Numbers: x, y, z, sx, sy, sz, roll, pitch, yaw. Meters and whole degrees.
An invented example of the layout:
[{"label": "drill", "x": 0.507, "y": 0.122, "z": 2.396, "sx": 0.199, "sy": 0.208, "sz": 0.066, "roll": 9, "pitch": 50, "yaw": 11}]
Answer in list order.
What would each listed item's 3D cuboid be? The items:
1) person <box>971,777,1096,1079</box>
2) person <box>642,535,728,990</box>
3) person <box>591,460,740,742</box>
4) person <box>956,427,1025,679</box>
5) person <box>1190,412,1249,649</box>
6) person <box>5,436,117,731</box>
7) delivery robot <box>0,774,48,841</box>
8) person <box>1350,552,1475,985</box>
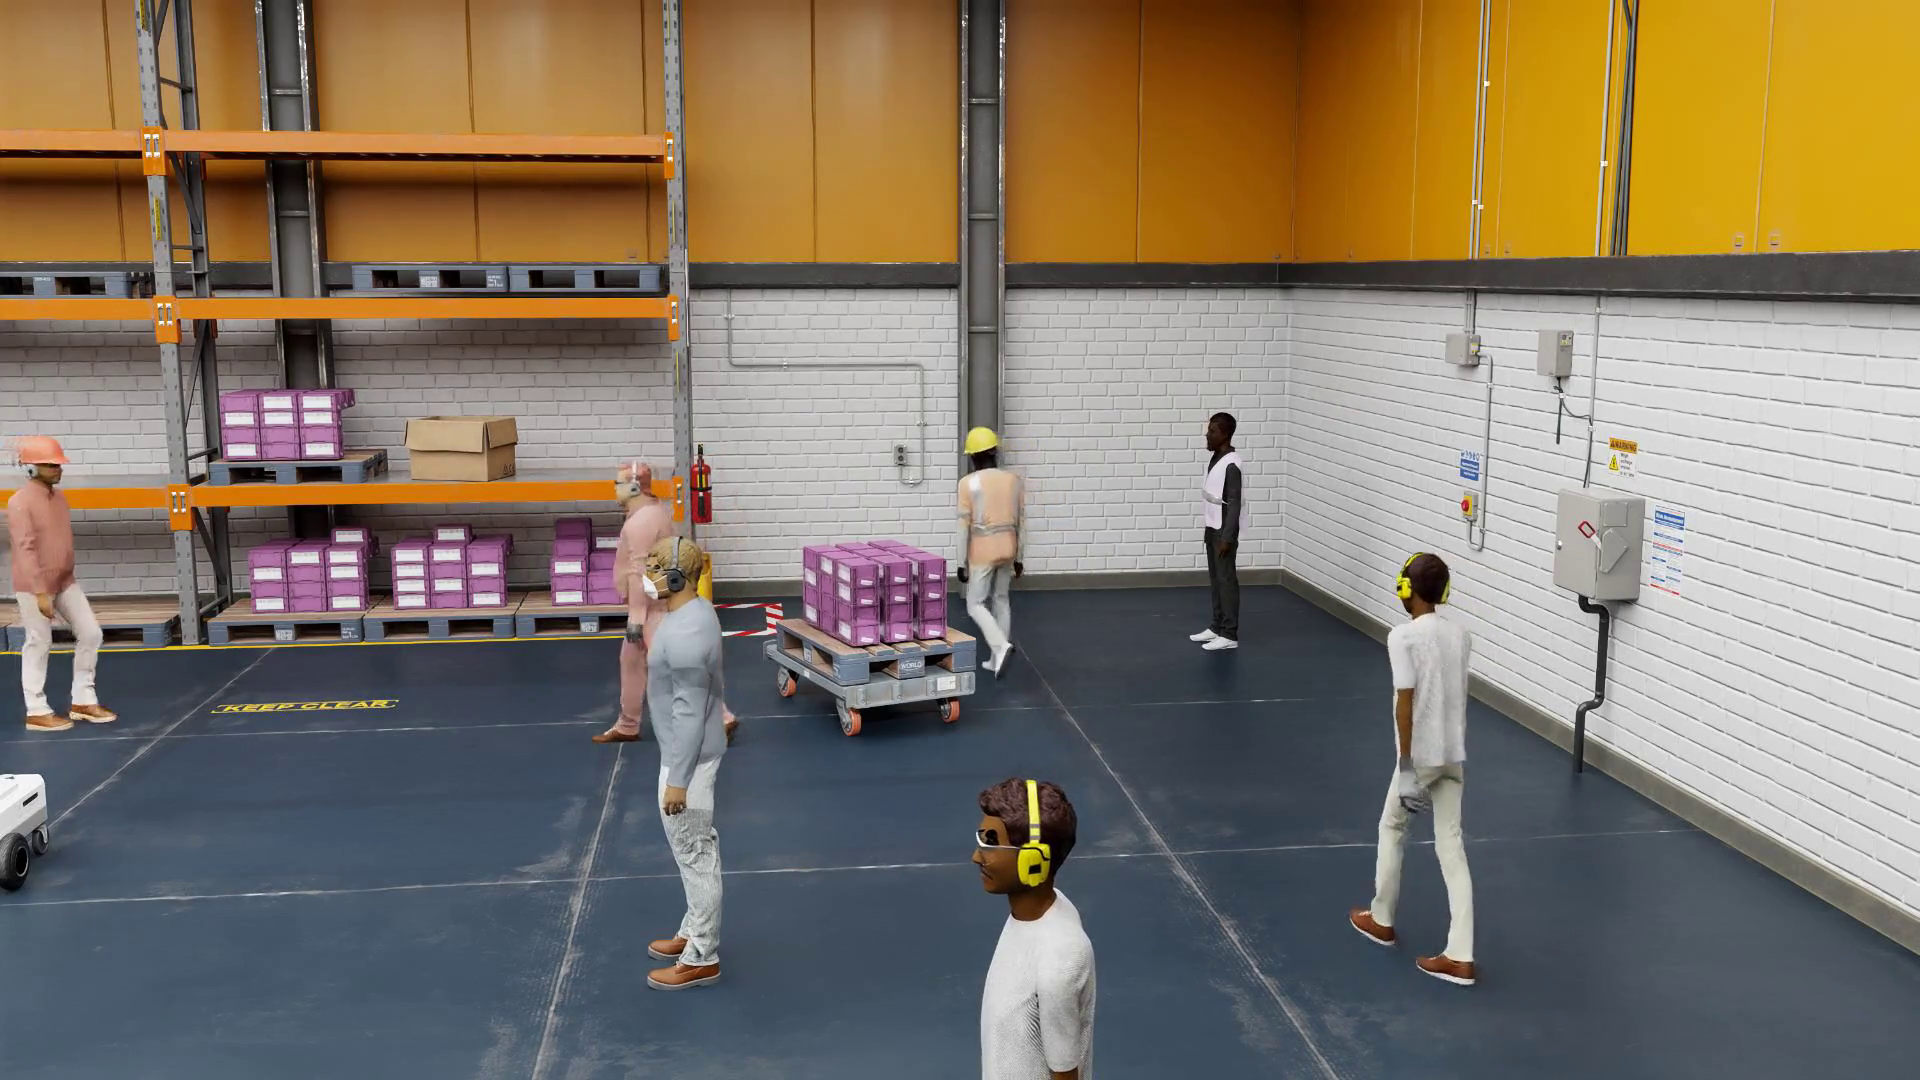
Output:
[{"label": "person", "x": 0.152, "y": 1.471, "z": 3.971, "sx": 0.328, "sy": 1.872, "sz": 0.513, "roll": -1, "pitch": 9, "yaw": -8}, {"label": "person", "x": -1.179, "y": 0.936, "z": 7.097, "sx": 0.372, "sy": 1.940, "sz": 0.631, "roll": -1, "pitch": 9, "yaw": -8}, {"label": "person", "x": -1.884, "y": 0.416, "z": 10.587, "sx": 0.927, "sy": 1.872, "sz": 0.649, "roll": -1, "pitch": 9, "yaw": -5}, {"label": "person", "x": 0.262, "y": 0.111, "z": 12.371, "sx": 0.606, "sy": 1.902, "sz": 0.638, "roll": -5, "pitch": 10, "yaw": -29}, {"label": "person", "x": 2.125, "y": -0.078, "z": 13.479, "sx": 0.392, "sy": 1.922, "sz": 0.592, "roll": -1, "pitch": 9, "yaw": -8}, {"label": "person", "x": -5.932, "y": 0.301, "z": 10.955, "sx": 0.686, "sy": 1.971, "sz": 0.623, "roll": 1, "pitch": 9, "yaw": 6}, {"label": "delivery robot", "x": -4.899, "y": 1.377, "z": 8.361, "sx": 0.477, "sy": 0.478, "sz": 0.707, "roll": -1, "pitch": 9, "yaw": -7}, {"label": "person", "x": 2.033, "y": 0.969, "z": 7.311, "sx": 0.528, "sy": 1.799, "sz": 0.904, "roll": -4, "pitch": 10, "yaw": -24}]
